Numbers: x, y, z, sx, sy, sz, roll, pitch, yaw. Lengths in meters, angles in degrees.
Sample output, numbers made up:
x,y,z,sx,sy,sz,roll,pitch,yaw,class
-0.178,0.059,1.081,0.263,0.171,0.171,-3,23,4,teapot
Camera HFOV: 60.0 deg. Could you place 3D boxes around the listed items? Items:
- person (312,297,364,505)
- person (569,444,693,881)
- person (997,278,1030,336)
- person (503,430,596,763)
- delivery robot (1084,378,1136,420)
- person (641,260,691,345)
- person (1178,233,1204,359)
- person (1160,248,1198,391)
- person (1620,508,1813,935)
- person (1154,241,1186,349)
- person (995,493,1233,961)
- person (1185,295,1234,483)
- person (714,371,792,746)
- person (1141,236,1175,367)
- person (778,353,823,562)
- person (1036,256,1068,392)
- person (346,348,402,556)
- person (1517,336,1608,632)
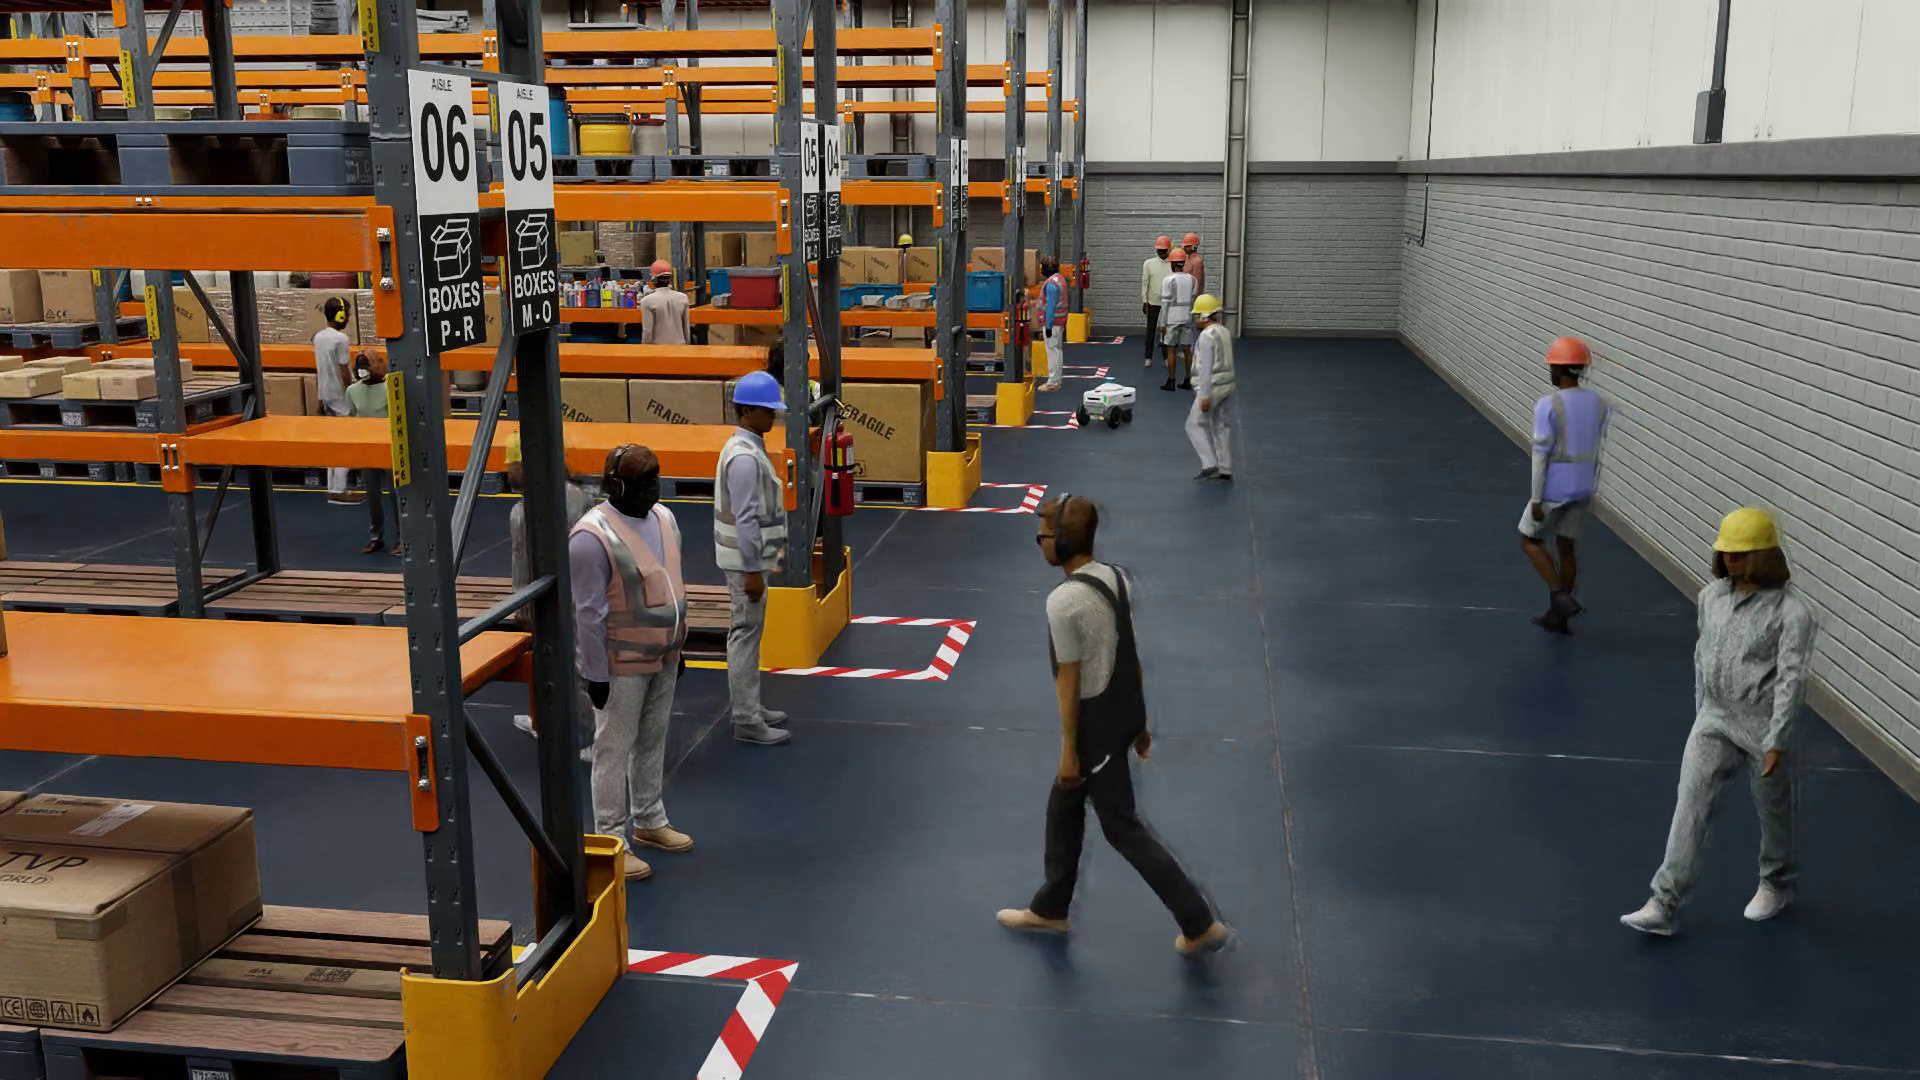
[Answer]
x,y,z,sx,sy,sz,roll,pitch,yaw,class
-5.597,-1.232,14.868,0.661,1.850,0.505,10,16,39,person
-1.368,0.500,7.068,0.428,1.842,0.631,6,14,25,person
0.737,-2.901,22.917,0.445,1.626,0.541,-6,14,-24,person
-2.078,0.283,8.378,0.858,1.682,0.536,7,14,28,person
1.767,-1.667,19.567,0.477,0.478,0.707,10,16,37,delivery robot
-3.260,-2.092,18.415,0.609,1.996,0.379,-11,16,-40,person
3.688,-3.882,26.531,0.405,1.986,0.612,-1,13,-4,person
2.952,-2.994,22.654,0.545,1.927,0.390,-6,14,-26,person
3.000,0.714,6.427,0.897,1.689,0.499,-8,15,-32,person
3.506,-4.119,27.973,0.596,1.822,0.406,12,17,43,person
0.609,0.718,6.232,0.930,1.795,0.507,5,14,23,person
2.393,-1.435,15.916,0.490,1.803,0.599,6,14,26,person
-1.080,0.091,8.681,0.402,1.944,0.605,-1,13,-6,person
3.079,-3.639,25.419,0.610,1.989,0.392,0,12,-1,person
-1.238,-0.661,12.663,0.532,1.690,0.322,0,12,1,person
1.241,-2.937,22.612,0.429,1.836,0.625,3,13,14,person
-4.514,-0.684,12.909,0.494,1.624,0.283,3,13,11,person
3.867,-0.333,10.652,0.559,1.925,0.478,-5,13,-20,person
